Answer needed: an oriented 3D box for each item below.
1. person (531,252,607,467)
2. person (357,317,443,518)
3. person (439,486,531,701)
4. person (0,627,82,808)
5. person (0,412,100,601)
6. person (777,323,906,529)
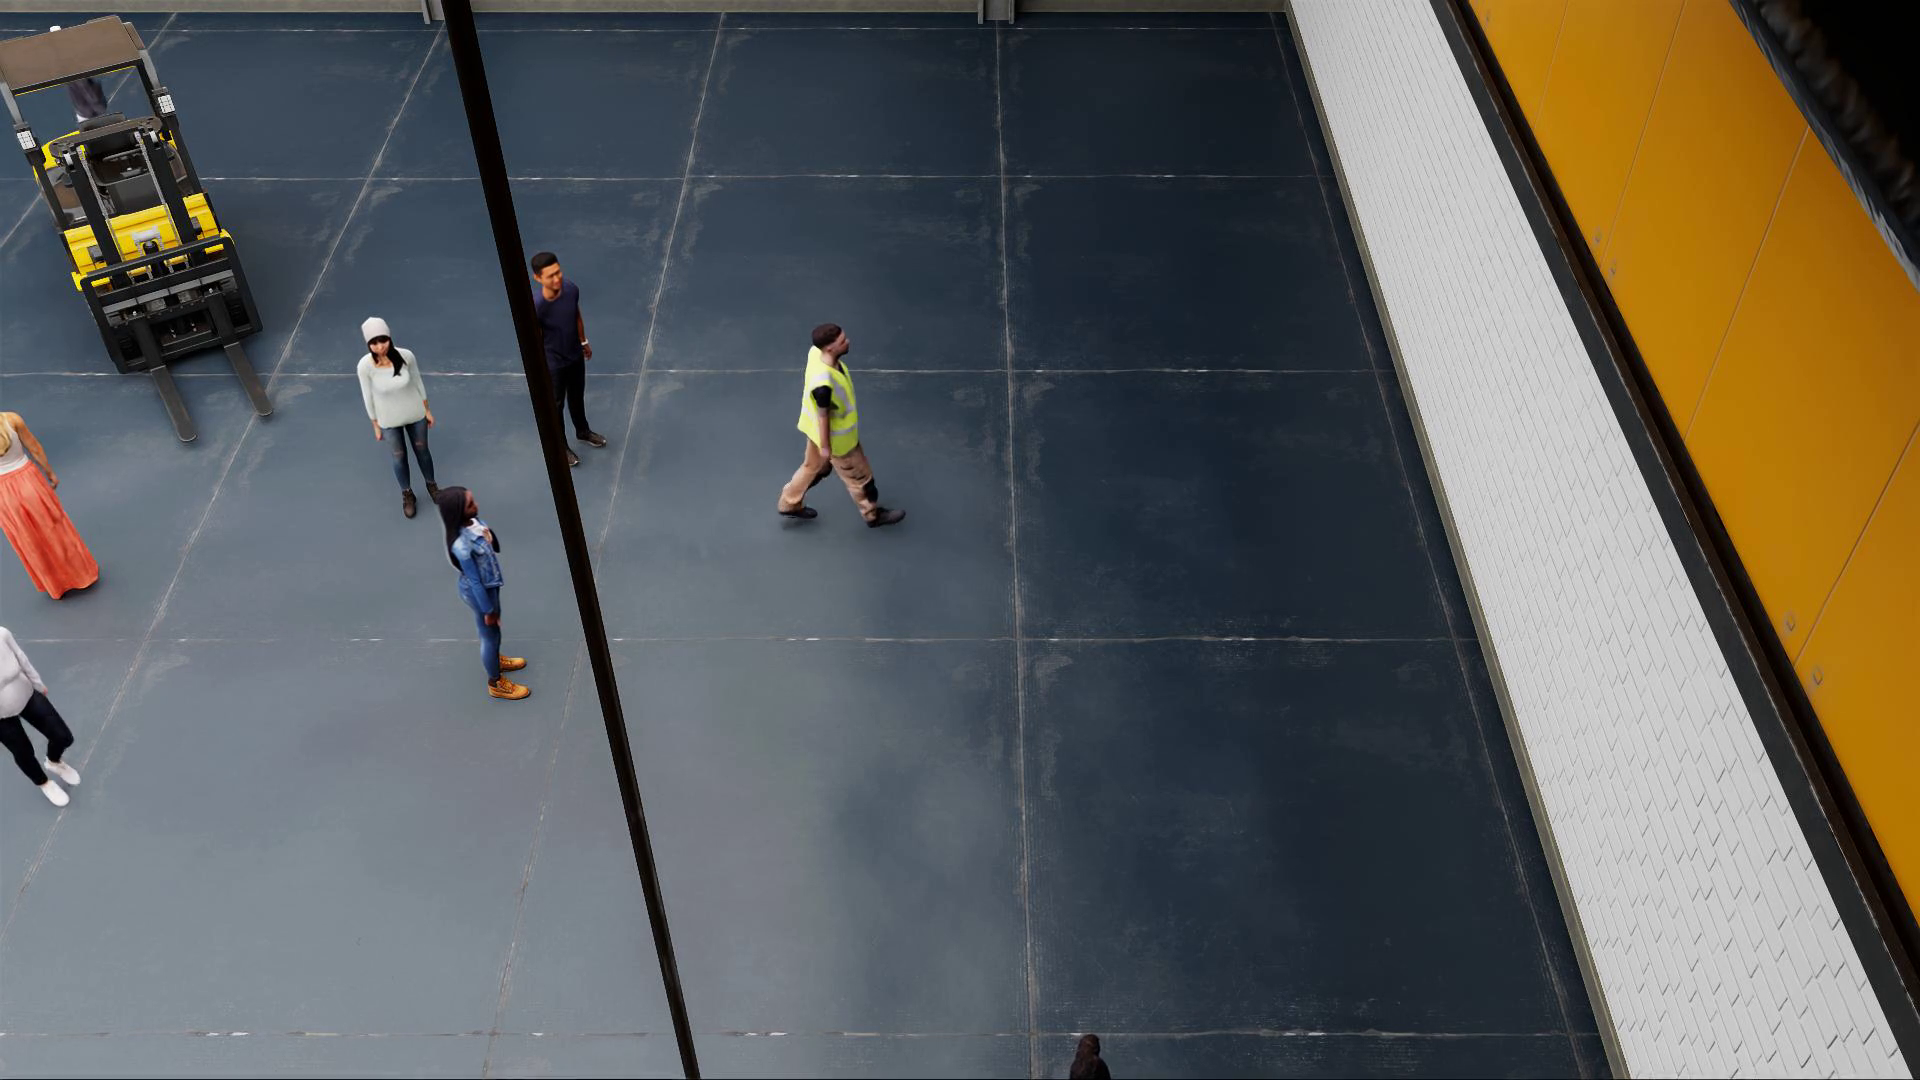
[{"bbox_3d":[-2.953,-1.375,12.295,0.750,1.793,0.716,29,51,27],"label":"person"},{"bbox_3d":[-4.003,-0.891,11.895,0.588,1.644,0.706,-20,47,-20],"label":"person"},{"bbox_3d":[-3.047,0.314,10.582,0.602,1.712,0.659,-10,44,-10],"label":"person"},{"bbox_3d":[-5.715,0.957,9.924,0.787,1.688,0.753,26,49,25],"label":"person"},{"bbox_3d":[-6.323,-0.319,11.180,0.682,1.802,0.785,-21,47,-21],"label":"person"},{"bbox_3d":[-0.955,-0.765,11.643,1.200,1.810,0.829,-7,44,-7],"label":"person"}]
